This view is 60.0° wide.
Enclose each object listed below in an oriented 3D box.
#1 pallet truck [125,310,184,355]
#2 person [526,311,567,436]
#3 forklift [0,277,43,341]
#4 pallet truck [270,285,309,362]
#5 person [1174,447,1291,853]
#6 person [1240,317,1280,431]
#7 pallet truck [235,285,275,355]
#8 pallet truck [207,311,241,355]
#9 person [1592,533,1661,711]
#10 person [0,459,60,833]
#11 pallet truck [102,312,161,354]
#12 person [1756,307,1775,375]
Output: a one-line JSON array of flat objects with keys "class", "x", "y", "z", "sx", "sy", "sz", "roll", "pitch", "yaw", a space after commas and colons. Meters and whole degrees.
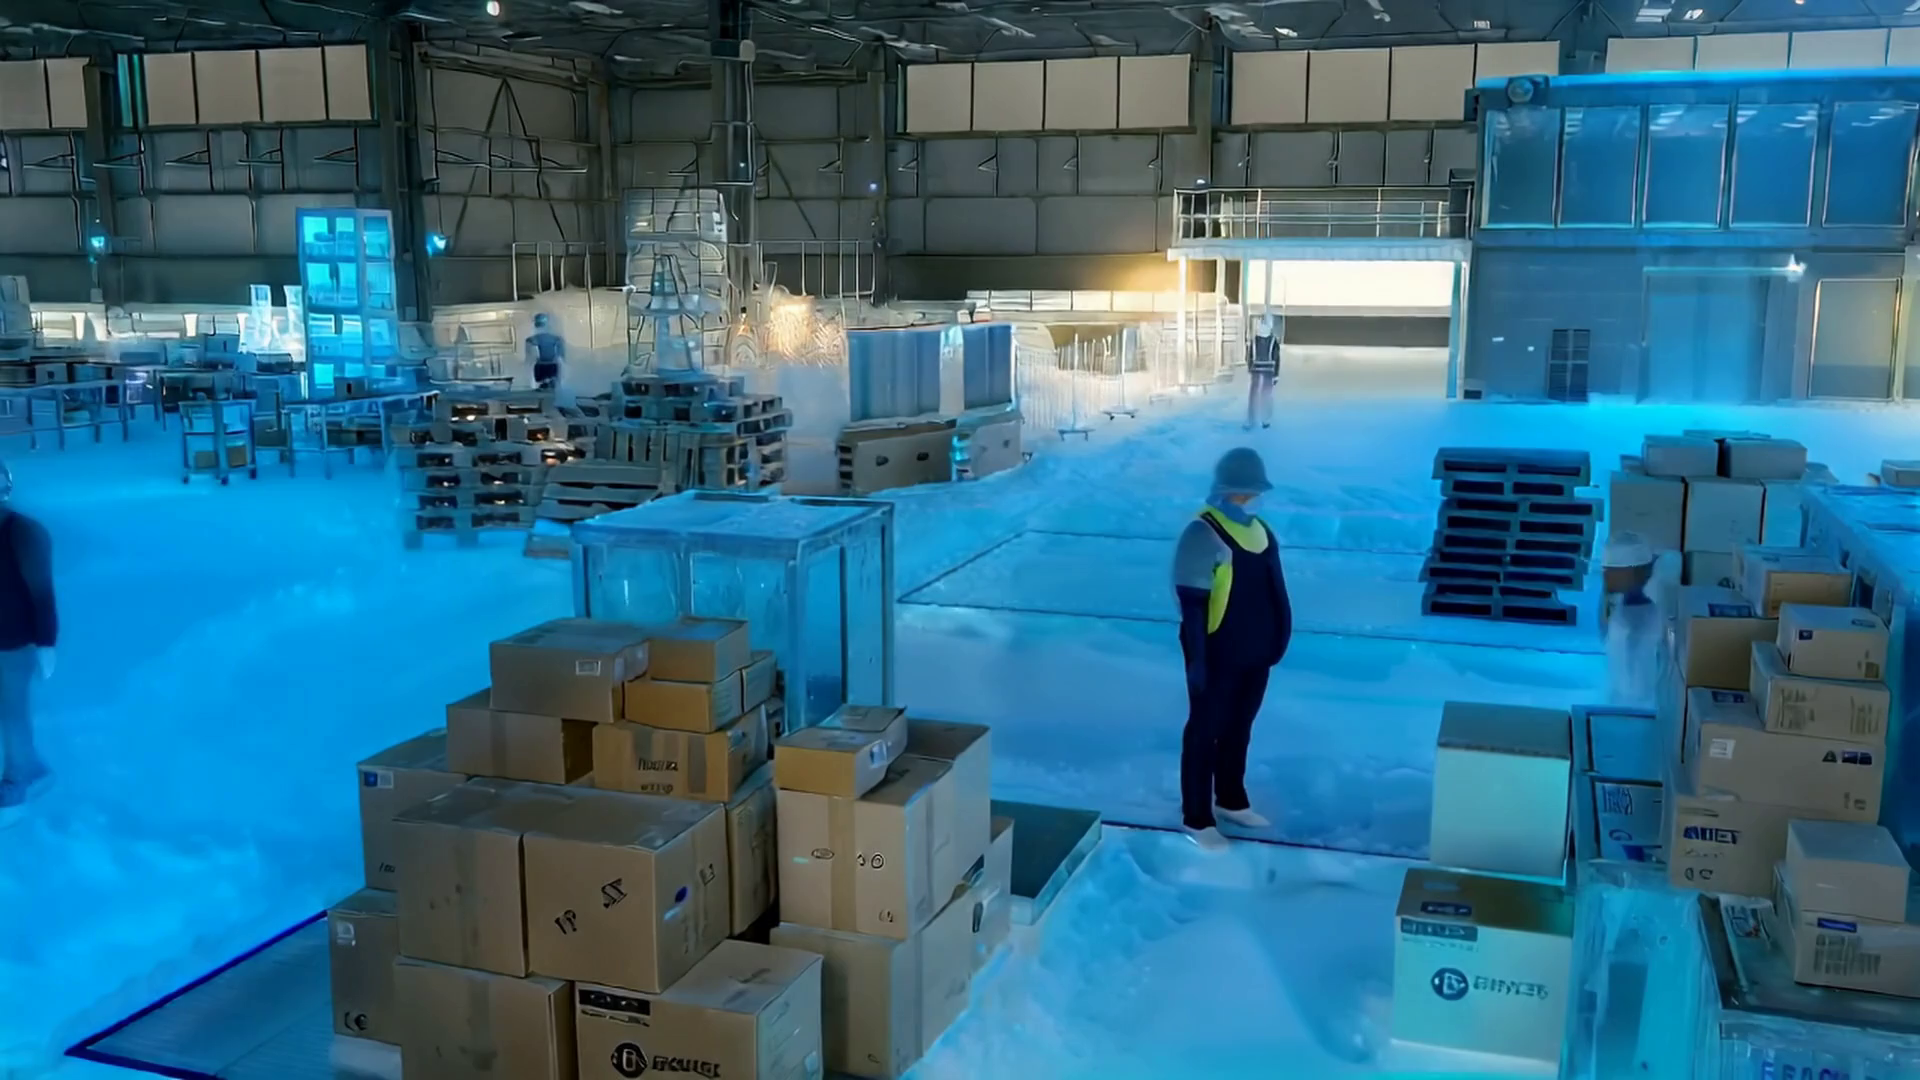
[{"class": "pallet truck", "x": -22.038, "y": -5.665, "z": 45.457, "sx": 0.704, "sy": 1.261, "sz": 1.522, "roll": 3, "pitch": 11, "yaw": 17}, {"class": "person", "x": -6.435, "y": -2.559, "z": 25.964, "sx": 0.611, "sy": 2.018, "sz": 0.852, "roll": -5, "pitch": 11, "yaw": -28}, {"class": "forklift", "x": -27.151, "y": -6.329, "z": 46.328, "sx": 1.157, "sy": 1.987, "sz": 2.680, "roll": 3, "pitch": 11, "yaw": 17}, {"class": "pallet truck", "x": -17.147, "y": -5.700, "z": 43.663, "sx": 0.823, "sy": 1.965, "sz": 1.885, "roll": 3, "pitch": 11, "yaw": 17}, {"class": "person", "x": 1.407, "y": 0.539, "z": 8.407, "sx": 0.535, "sy": 2.000, "sz": 0.684, "roll": 9, "pitch": 13, "yaw": 41}, {"class": "person", "x": 4.890, "y": -2.674, "z": 27.013, "sx": 0.597, "sy": 1.847, "sz": 0.880, "roll": 6, "pitch": 12, "yaw": 30}, {"class": "pallet truck", "x": -18.327, "y": -5.835, "z": 44.421, "sx": 0.823, "sy": 1.965, "sz": 1.885, "roll": 4, "pitch": 11, "yaw": 23}, {"class": "pallet truck", "x": -19.537, "y": -5.575, "z": 44.913, "sx": 0.653, "sy": 1.274, "sz": 1.630, "roll": 3, "pitch": 11, "yaw": 19}, {"class": "person", "x": 3.103, "y": 0.815, "z": 7.767, "sx": 0.947, "sy": 1.708, "sz": 0.540, "roll": 3, "pitch": 11, "yaw": 17}, {"class": "person", "x": -5.026, "y": 0.516, "z": 8.703, "sx": 0.636, "sy": 1.984, "sz": 0.560, "roll": 2, "pitch": 10, "yaw": 11}, {"class": "pallet truck", "x": -23.057, "y": -5.777, "z": 46.261, "sx": 0.680, "sy": 1.201, "sz": 1.601, "roll": 3, "pitch": 11, "yaw": 19}, {"class": "person", "x": 16.719, "y": -4.023, "z": 34.504, "sx": 0.422, "sy": 1.894, "sz": 0.644, "roll": -1, "pitch": 10, "yaw": -3}]
